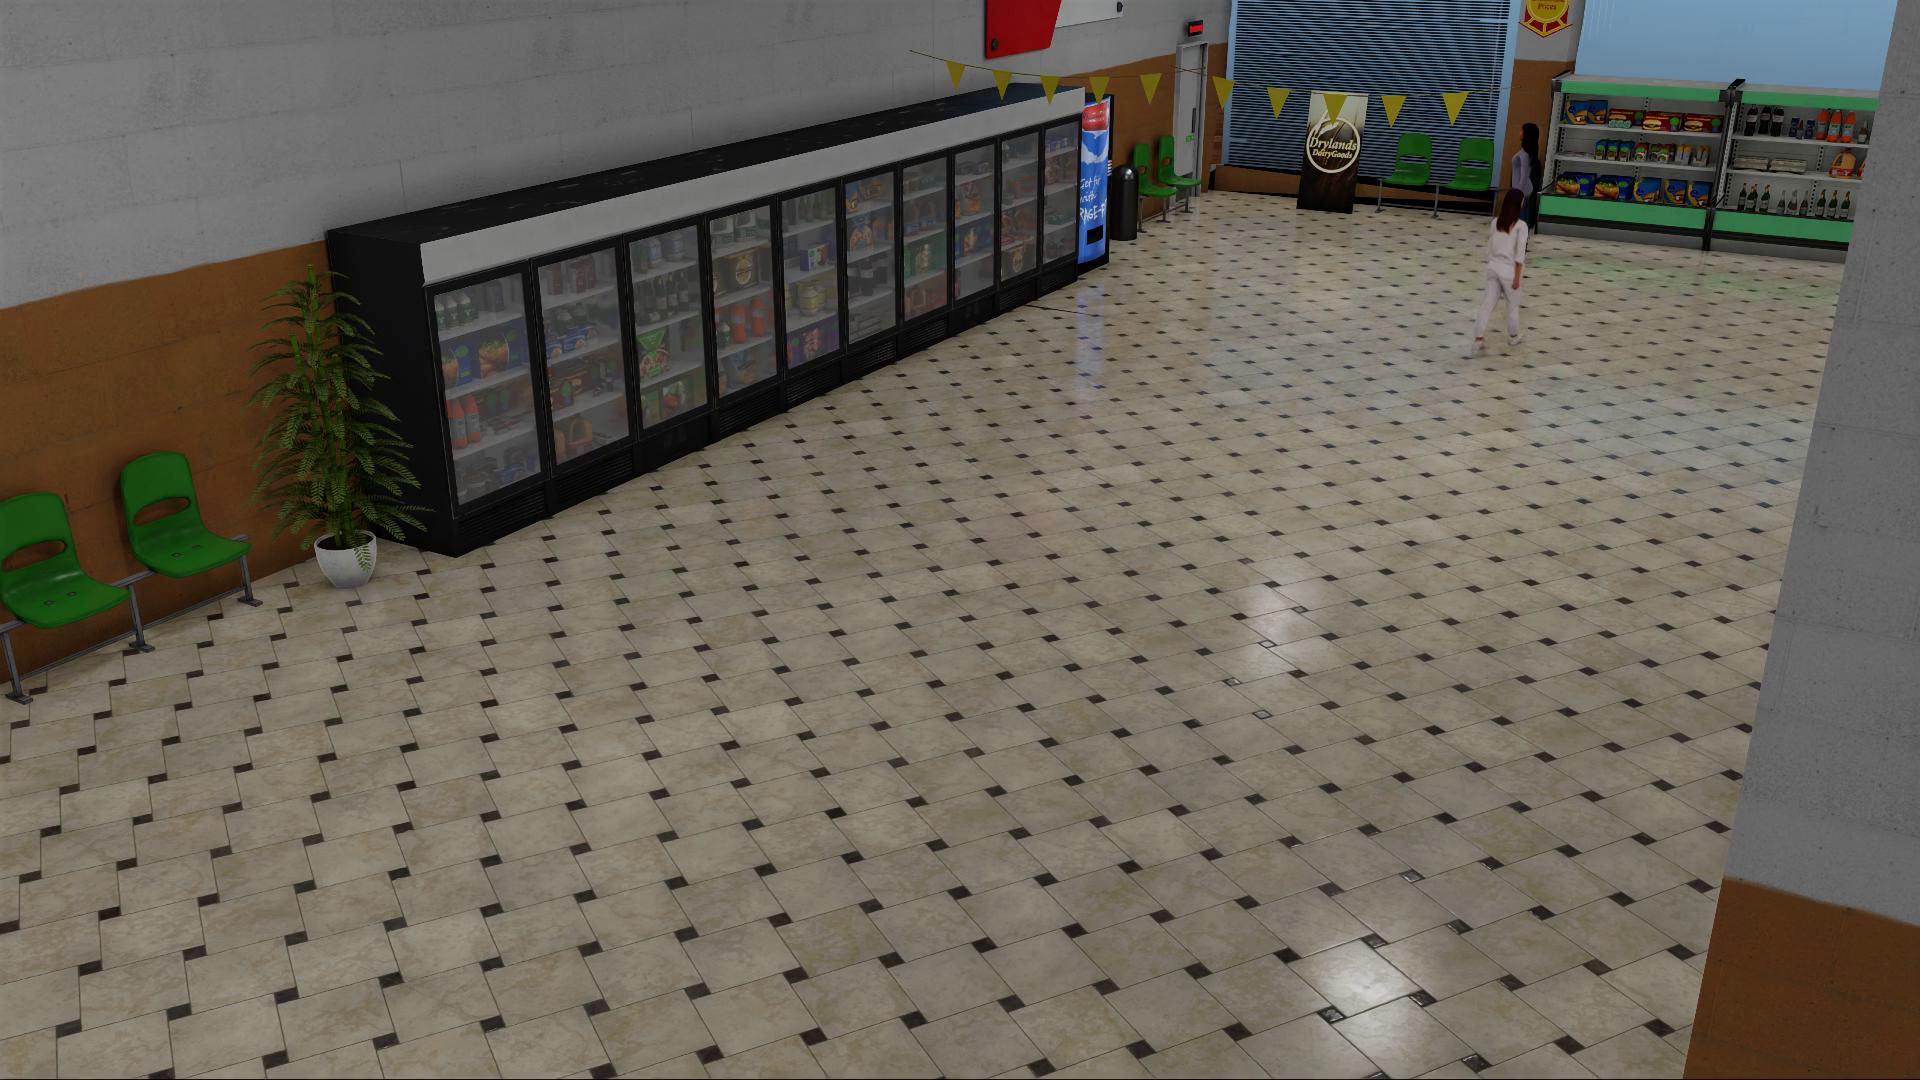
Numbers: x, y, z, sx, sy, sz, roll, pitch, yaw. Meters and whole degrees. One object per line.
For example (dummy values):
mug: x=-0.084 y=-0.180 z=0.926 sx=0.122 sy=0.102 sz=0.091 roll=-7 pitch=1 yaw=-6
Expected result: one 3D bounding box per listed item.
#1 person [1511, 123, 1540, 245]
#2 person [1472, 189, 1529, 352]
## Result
person: x=7.098 y=-4.372 z=20.970 sx=0.508 sy=1.734 sz=0.602 roll=12 pitch=25 yaw=27
person: x=5.489 y=-2.702 z=16.929 sx=0.912 sy=1.649 sz=1.084 roll=-17 pitch=28 yaw=-37
